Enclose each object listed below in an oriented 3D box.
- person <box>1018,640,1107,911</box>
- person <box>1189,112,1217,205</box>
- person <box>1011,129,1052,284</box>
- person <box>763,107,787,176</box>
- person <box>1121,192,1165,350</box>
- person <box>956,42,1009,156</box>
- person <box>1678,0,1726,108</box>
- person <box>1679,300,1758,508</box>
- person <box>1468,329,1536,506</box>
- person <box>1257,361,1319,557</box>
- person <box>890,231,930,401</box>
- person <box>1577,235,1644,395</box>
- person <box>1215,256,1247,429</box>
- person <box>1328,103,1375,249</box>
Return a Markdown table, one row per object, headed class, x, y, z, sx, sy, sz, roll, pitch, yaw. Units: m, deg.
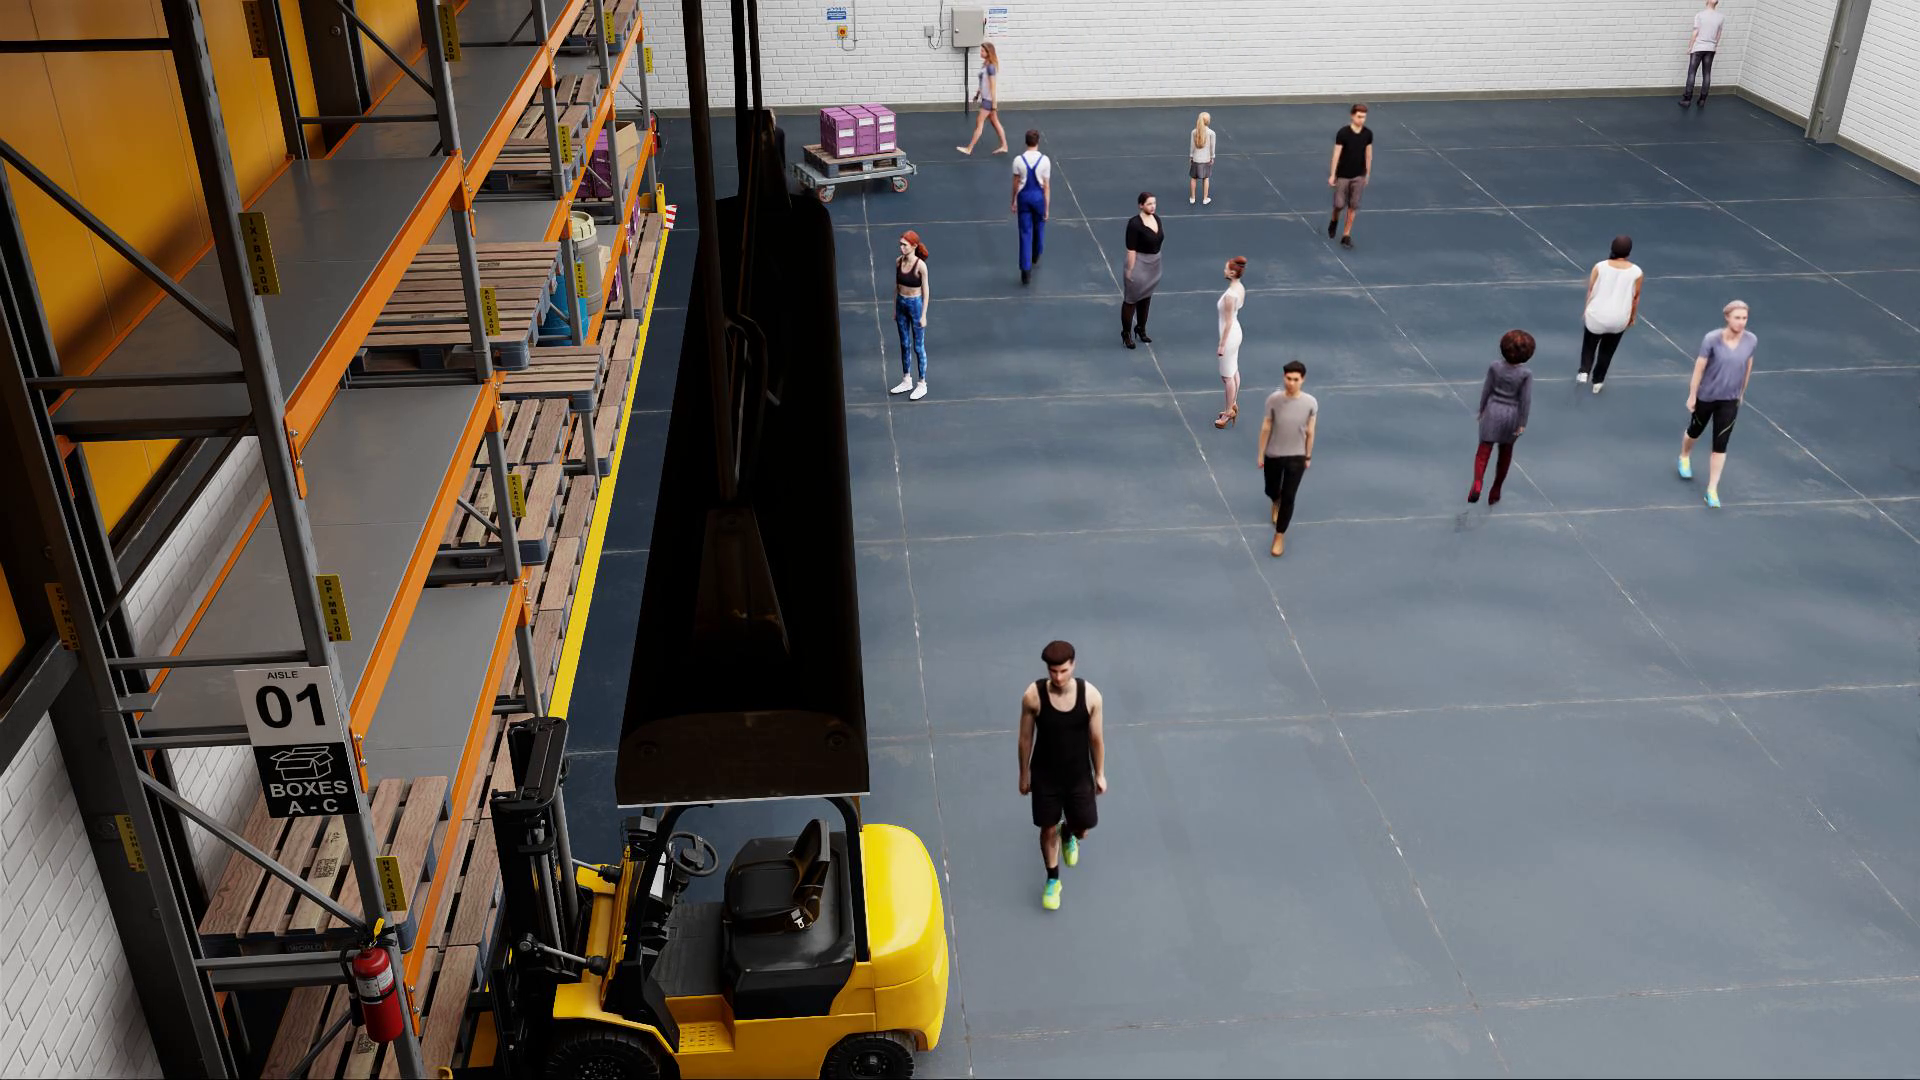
| class | x | y | z | sx | sy | sz | roll | pitch | yaw |
| --- | --- | --- | --- | --- | --- | --- | --- | --- | --- |
| person | 0.627 | 1.380 | 10.279 | 0.751 | 1.880 | 0.840 | 0 | 29 | 0 |
| person | 3.376 | -5.342 | 23.234 | 0.579 | 1.275 | 0.606 | 7 | 29 | 13 |
| person | 0.852 | -4.037 | 20.302 | 0.802 | 1.790 | 1.319 | 2 | 29 | 4 |
| person | -2.418 | -4.762 | 21.764 | 0.943 | 1.664 | 1.179 | -16 | 32 | -27 |
| person | 2.008 | -3.011 | 18.455 | 0.777 | 1.759 | 0.818 | -24 | 37 | -37 |
| person | 0.523 | -6.663 | 25.227 | 0.657 | 1.685 | 0.960 | -3 | 29 | -5 |
| person | 12.487 | -8.231 | 27.948 | 0.669 | 1.831 | 0.604 | 0 | 29 | 0 |
| person | 6.901 | -1.316 | 15.259 | 0.879 | 1.843 | 1.301 | 4 | 29 | 7 |
| person | 4.831 | -1.044 | 14.916 | 0.860 | 1.694 | 0.972 | 15 | 32 | 25 |
| person | 2.834 | -0.770 | 14.413 | 0.872 | 1.695 | 1.134 | 8 | 30 | 15 |
| person | -0.507 | -2.326 | 17.173 | 0.669 | 1.784 | 0.727 | 21 | 35 | 33 |
| person | 6.720 | -2.327 | 17.286 | 0.814 | 1.678 | 0.847 | 12 | 31 | 20 |
| person | 2.684 | -1.967 | 16.505 | 0.706 | 1.793 | 0.576 | 11 | 30 | 19 |
| person | 5.032 | -4.748 | 21.538 | 0.684 | 1.855 | 0.808 | -2 | 29 | -4 |
